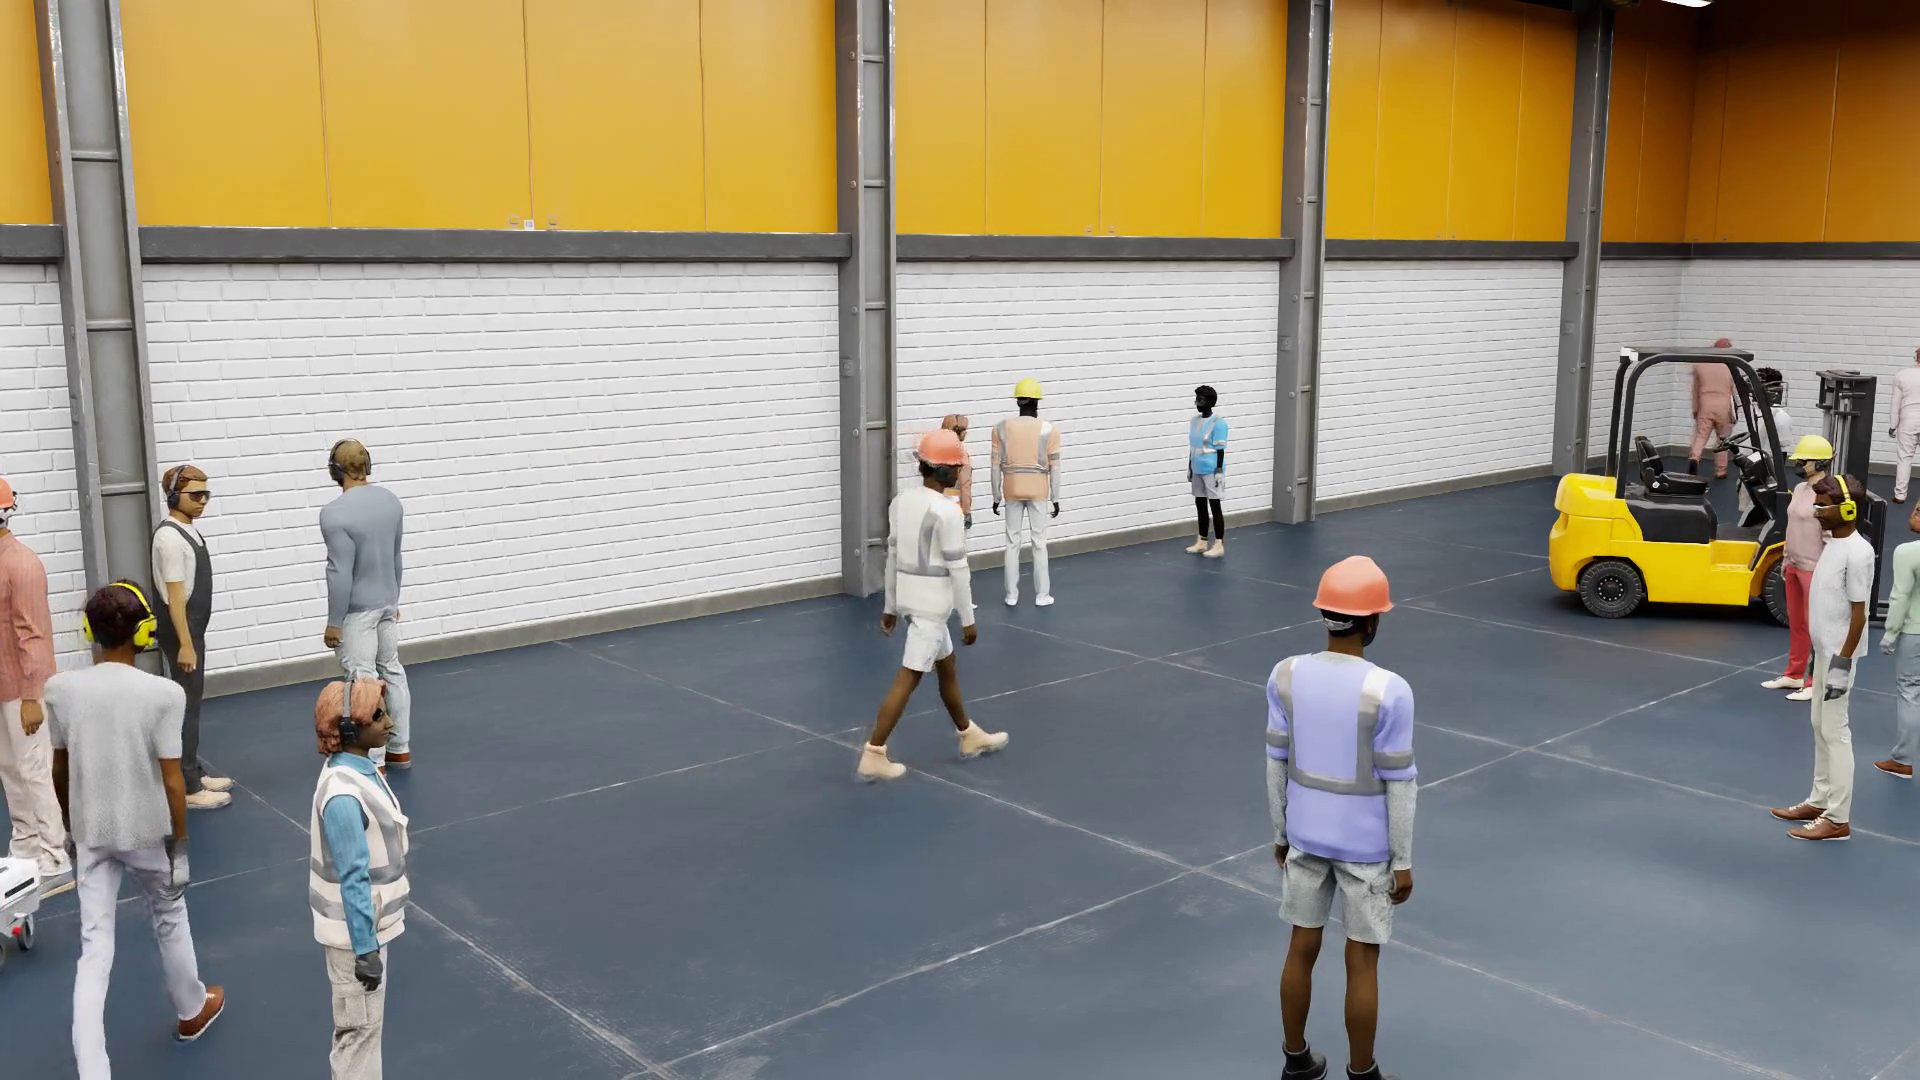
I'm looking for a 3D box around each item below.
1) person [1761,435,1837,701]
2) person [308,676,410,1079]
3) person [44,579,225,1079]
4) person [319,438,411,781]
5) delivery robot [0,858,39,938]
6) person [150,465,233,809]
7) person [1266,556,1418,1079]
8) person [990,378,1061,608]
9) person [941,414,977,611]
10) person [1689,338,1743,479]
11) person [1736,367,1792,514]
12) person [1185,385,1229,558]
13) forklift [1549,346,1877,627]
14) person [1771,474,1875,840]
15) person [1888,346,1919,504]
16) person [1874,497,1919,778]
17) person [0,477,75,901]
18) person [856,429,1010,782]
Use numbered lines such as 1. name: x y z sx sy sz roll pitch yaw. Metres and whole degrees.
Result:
1. person: 5.622 0.183 11.069 0.310 1.768 0.533 0 10 0
2. person: -1.890 1.237 5.267 0.309 1.641 0.512 -3 10 -19
3. person: -2.961 1.045 5.887 0.539 1.822 0.969 -1 10 -5
4. person: -3.342 0.394 9.336 0.349 1.935 0.635 3 10 15
5. delivery robot: -4.217 1.455 6.894 0.707 0.478 0.477 1 10 6
6. person: -4.134 0.514 8.915 0.339 1.841 0.507 -3 10 -18
7. person: 1.313 1.013 5.710 0.542 1.938 0.357 8 13 39
8. person: 0.552 -0.390 13.962 0.590 1.923 0.383 2 10 11
9. person: -0.064 -0.234 13.889 0.311 1.636 0.523 -6 11 -31
10. person: 9.880 -1.705 21.768 0.645 1.885 0.797 8 12 38
11. person: 7.131 -0.562 14.844 0.367 1.966 0.607 -1 10 -5
12. person: 2.422 -0.678 16.342 0.320 1.690 0.536 -5 11 -29
13. forklift: 6.109 -0.478 13.691 2.313 2.155 1.214 3 10 16
14. person: 4.392 0.590 8.407 0.329 1.865 0.511 2 10 14
15. person: 11.384 -1.368 19.742 0.642 1.909 0.399 5 11 29
16. person: 5.459 0.535 9.389 0.507 1.634 0.274 -1 10 -5
17. person: -4.366 0.664 7.617 0.615 1.987 0.407 8 12 37
18. person: -0.170 0.361 9.417 1.079 1.979 0.606 -6 11 -31
